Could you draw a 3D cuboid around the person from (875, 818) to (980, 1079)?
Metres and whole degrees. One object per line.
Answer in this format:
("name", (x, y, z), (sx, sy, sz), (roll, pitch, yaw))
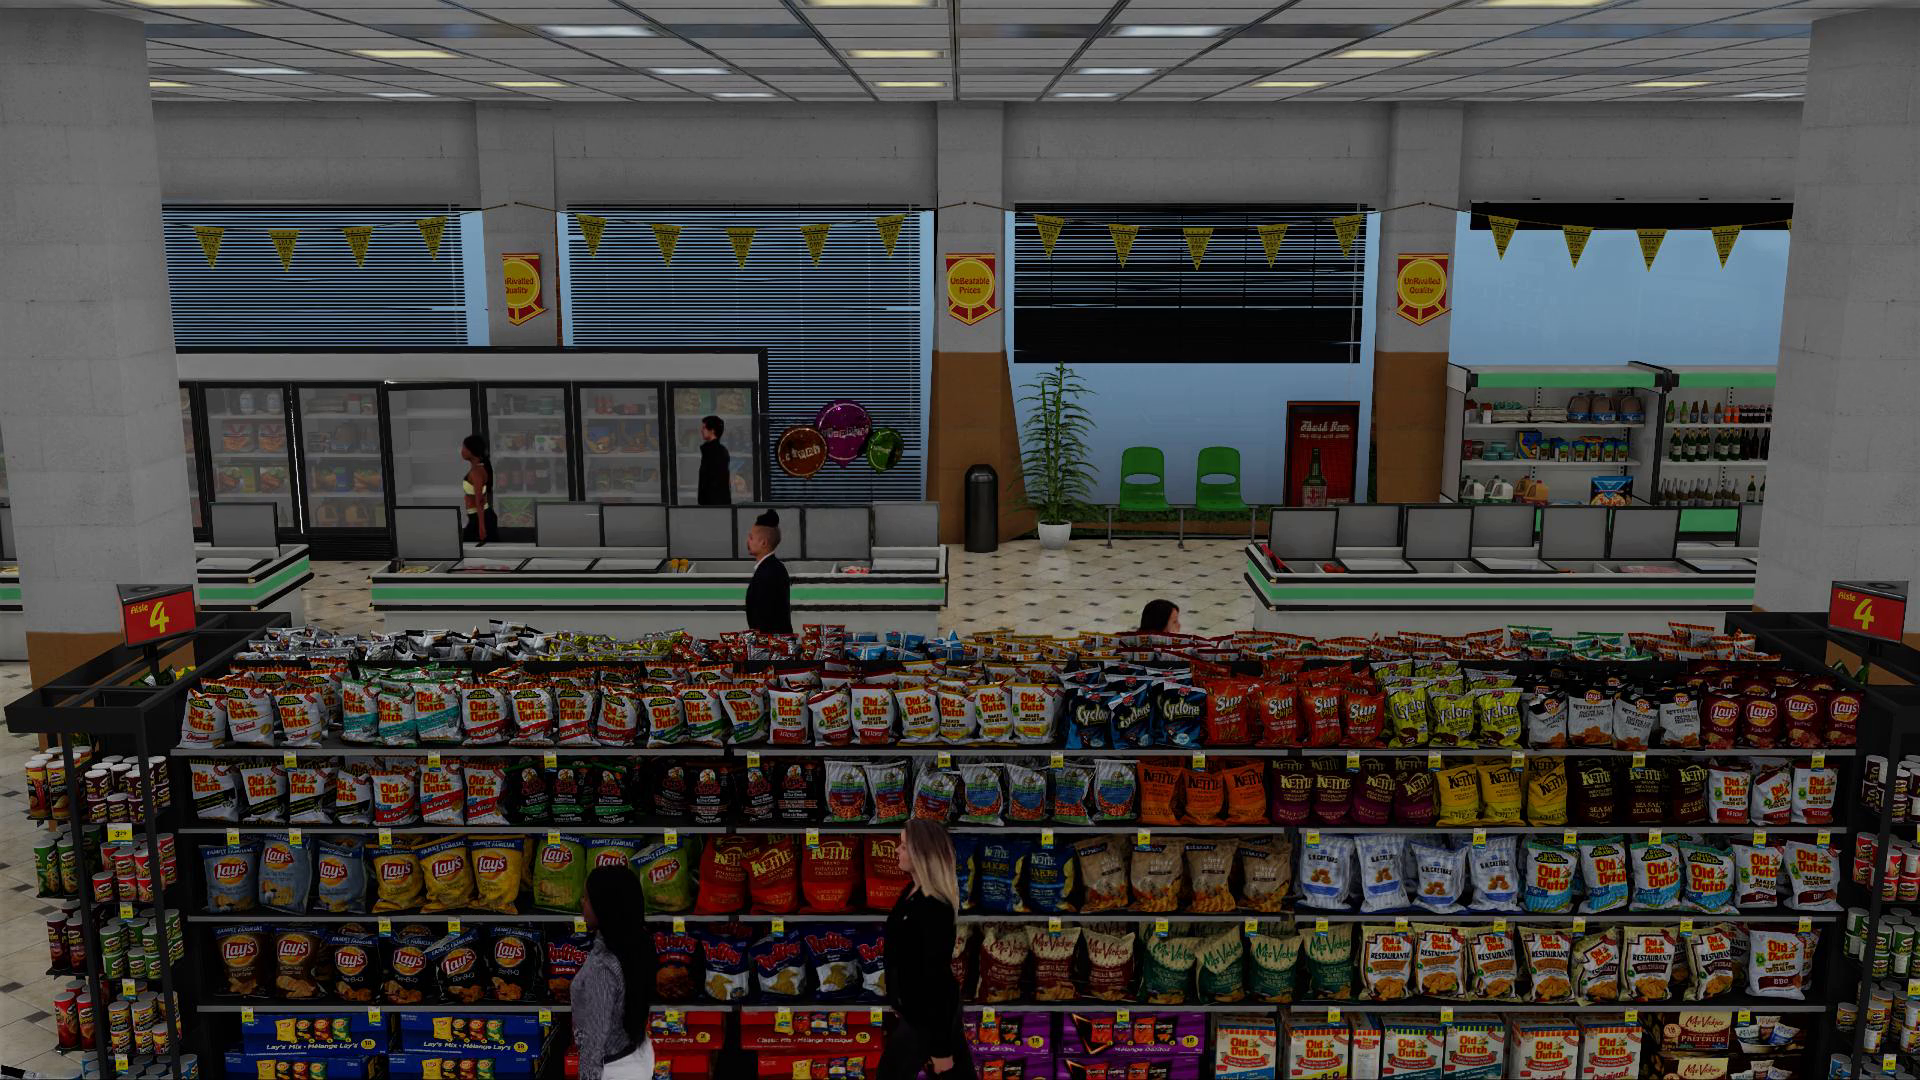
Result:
("person", (-0.029, 1.913, 6.532), (1.136, 1.635, 0.622), (0, 12, 0))

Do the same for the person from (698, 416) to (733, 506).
("person", (-2.369, -0.327, 16.720), (1.003, 1.819, 0.786), (-2, 12, -7))

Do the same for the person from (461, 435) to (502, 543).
("person", (-4.517, -0.127, 16.047), (1.133, 1.706, 0.598), (-1, 12, -3))

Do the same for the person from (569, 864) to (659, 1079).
("person", (-1.156, 1.995, 5.982), (1.096, 1.699, 0.711), (2, 12, 9))

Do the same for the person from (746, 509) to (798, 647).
("person", (-1.180, 0.756, 11.308), (0.997, 1.929, 0.770), (-1, 12, -4))
